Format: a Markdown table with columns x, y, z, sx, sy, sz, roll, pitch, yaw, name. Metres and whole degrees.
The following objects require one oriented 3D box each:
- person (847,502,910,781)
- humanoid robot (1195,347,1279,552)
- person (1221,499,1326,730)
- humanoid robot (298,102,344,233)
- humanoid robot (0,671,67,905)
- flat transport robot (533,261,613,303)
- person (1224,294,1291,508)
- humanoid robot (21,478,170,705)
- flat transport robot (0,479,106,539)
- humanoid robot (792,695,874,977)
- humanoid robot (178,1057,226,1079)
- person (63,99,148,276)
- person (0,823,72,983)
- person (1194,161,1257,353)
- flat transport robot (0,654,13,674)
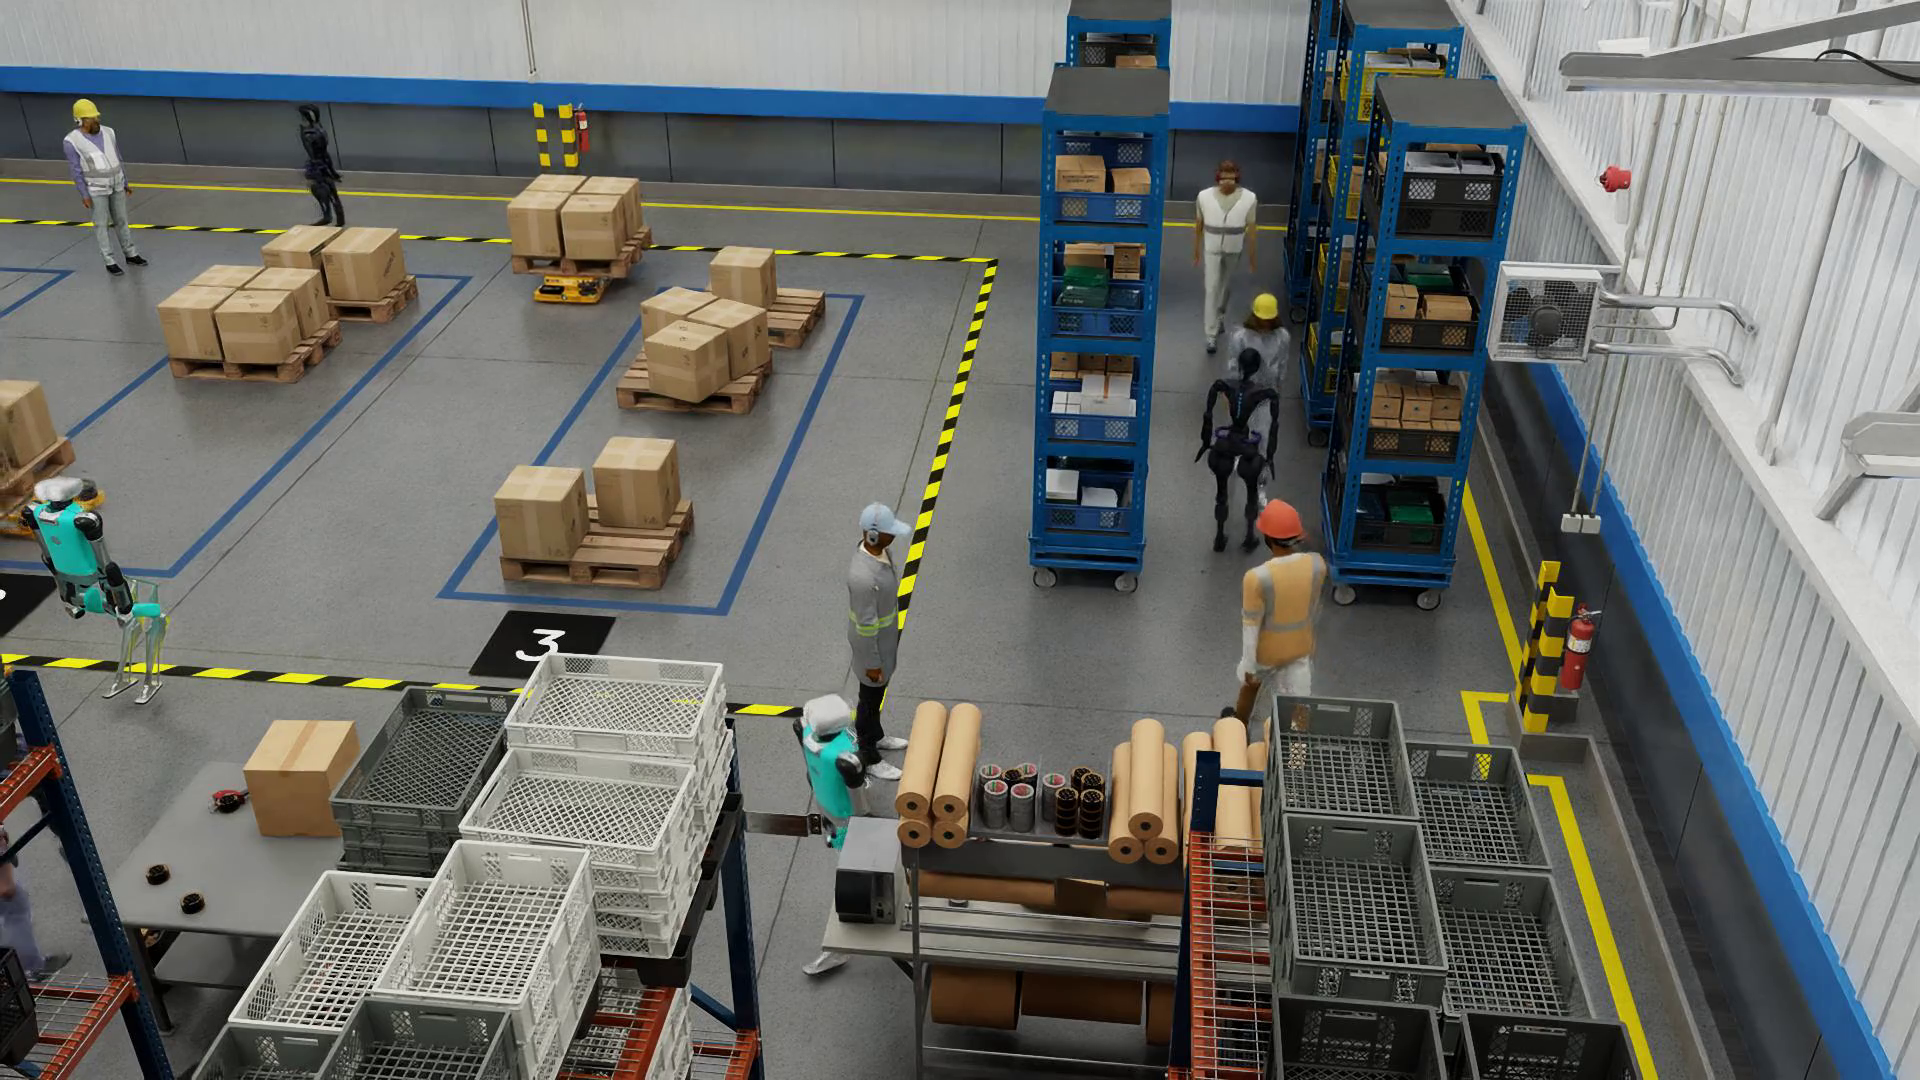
| x | y | z | sx | sy | sz | roll | pitch | yaw | name |
| --- | --- | --- | --- | --- | --- | --- | --- | --- | --- |
| -0.486 | 0.596 | 10.076 | 0.382 | 1.852 | 0.586 | 3 | 30 | 5 | person |
| 2.061 | -0.663 | 12.407 | 0.611 | 1.652 | 0.310 | 9 | 31 | 15 | humanoid robot |
| 1.913 | 0.632 | 9.994 | 0.549 | 1.886 | 1.035 | -7 | 31 | -12 | person |
| -7.002 | -3.958 | 18.086 | 0.574 | 1.641 | 0.602 | -2 | 30 | -4 | humanoid robot |
| -5.249 | 1.267 | 9.118 | 0.429 | 1.640 | 0.584 | 26 | 39 | 37 | humanoid robot |
| -3.964 | -2.867 | 17.571 | 0.652 | 0.197 | 1.431 | 3 | 30 | 6 | flat transport robot |
| 2.356 | -1.207 | 13.330 | 0.498 | 1.694 | 0.918 | 0 | 30 | 0 | person |
| -5.413 | 0.250 | 10.648 | 0.533 | 1.681 | 0.735 | 9 | 31 | 15 | humanoid robot |
| -7.622 | -0.286 | 13.137 | 1.431 | 0.197 | 0.652 | 3 | 30 | 6 | flat transport robot |
| -0.407 | 1.485 | 8.726 | 1.033 | 1.764 | 0.535 | -21 | 36 | -32 | humanoid robot |
| -2.961 | 2.717 | 6.616 | 0.598 | 1.636 | 0.513 | 18 | 35 | 28 | humanoid robot |
| -9.003 | -3.720 | 17.504 | 0.404 | 1.837 | 0.588 | 15 | 33 | 24 | person |
| -4.997 | 1.671 | 8.337 | 0.560 | 1.734 | 0.652 | 11 | 32 | 18 | person |
| 2.514 | -2.726 | 15.836 | 0.586 | 1.786 | 0.975 | 2 | 30 | 3 | person |
| -7.142 | 0.969 | 11.010 | 1.431 | 0.231 | 0.659 | 3 | 30 | 6 | flat transport robot |
